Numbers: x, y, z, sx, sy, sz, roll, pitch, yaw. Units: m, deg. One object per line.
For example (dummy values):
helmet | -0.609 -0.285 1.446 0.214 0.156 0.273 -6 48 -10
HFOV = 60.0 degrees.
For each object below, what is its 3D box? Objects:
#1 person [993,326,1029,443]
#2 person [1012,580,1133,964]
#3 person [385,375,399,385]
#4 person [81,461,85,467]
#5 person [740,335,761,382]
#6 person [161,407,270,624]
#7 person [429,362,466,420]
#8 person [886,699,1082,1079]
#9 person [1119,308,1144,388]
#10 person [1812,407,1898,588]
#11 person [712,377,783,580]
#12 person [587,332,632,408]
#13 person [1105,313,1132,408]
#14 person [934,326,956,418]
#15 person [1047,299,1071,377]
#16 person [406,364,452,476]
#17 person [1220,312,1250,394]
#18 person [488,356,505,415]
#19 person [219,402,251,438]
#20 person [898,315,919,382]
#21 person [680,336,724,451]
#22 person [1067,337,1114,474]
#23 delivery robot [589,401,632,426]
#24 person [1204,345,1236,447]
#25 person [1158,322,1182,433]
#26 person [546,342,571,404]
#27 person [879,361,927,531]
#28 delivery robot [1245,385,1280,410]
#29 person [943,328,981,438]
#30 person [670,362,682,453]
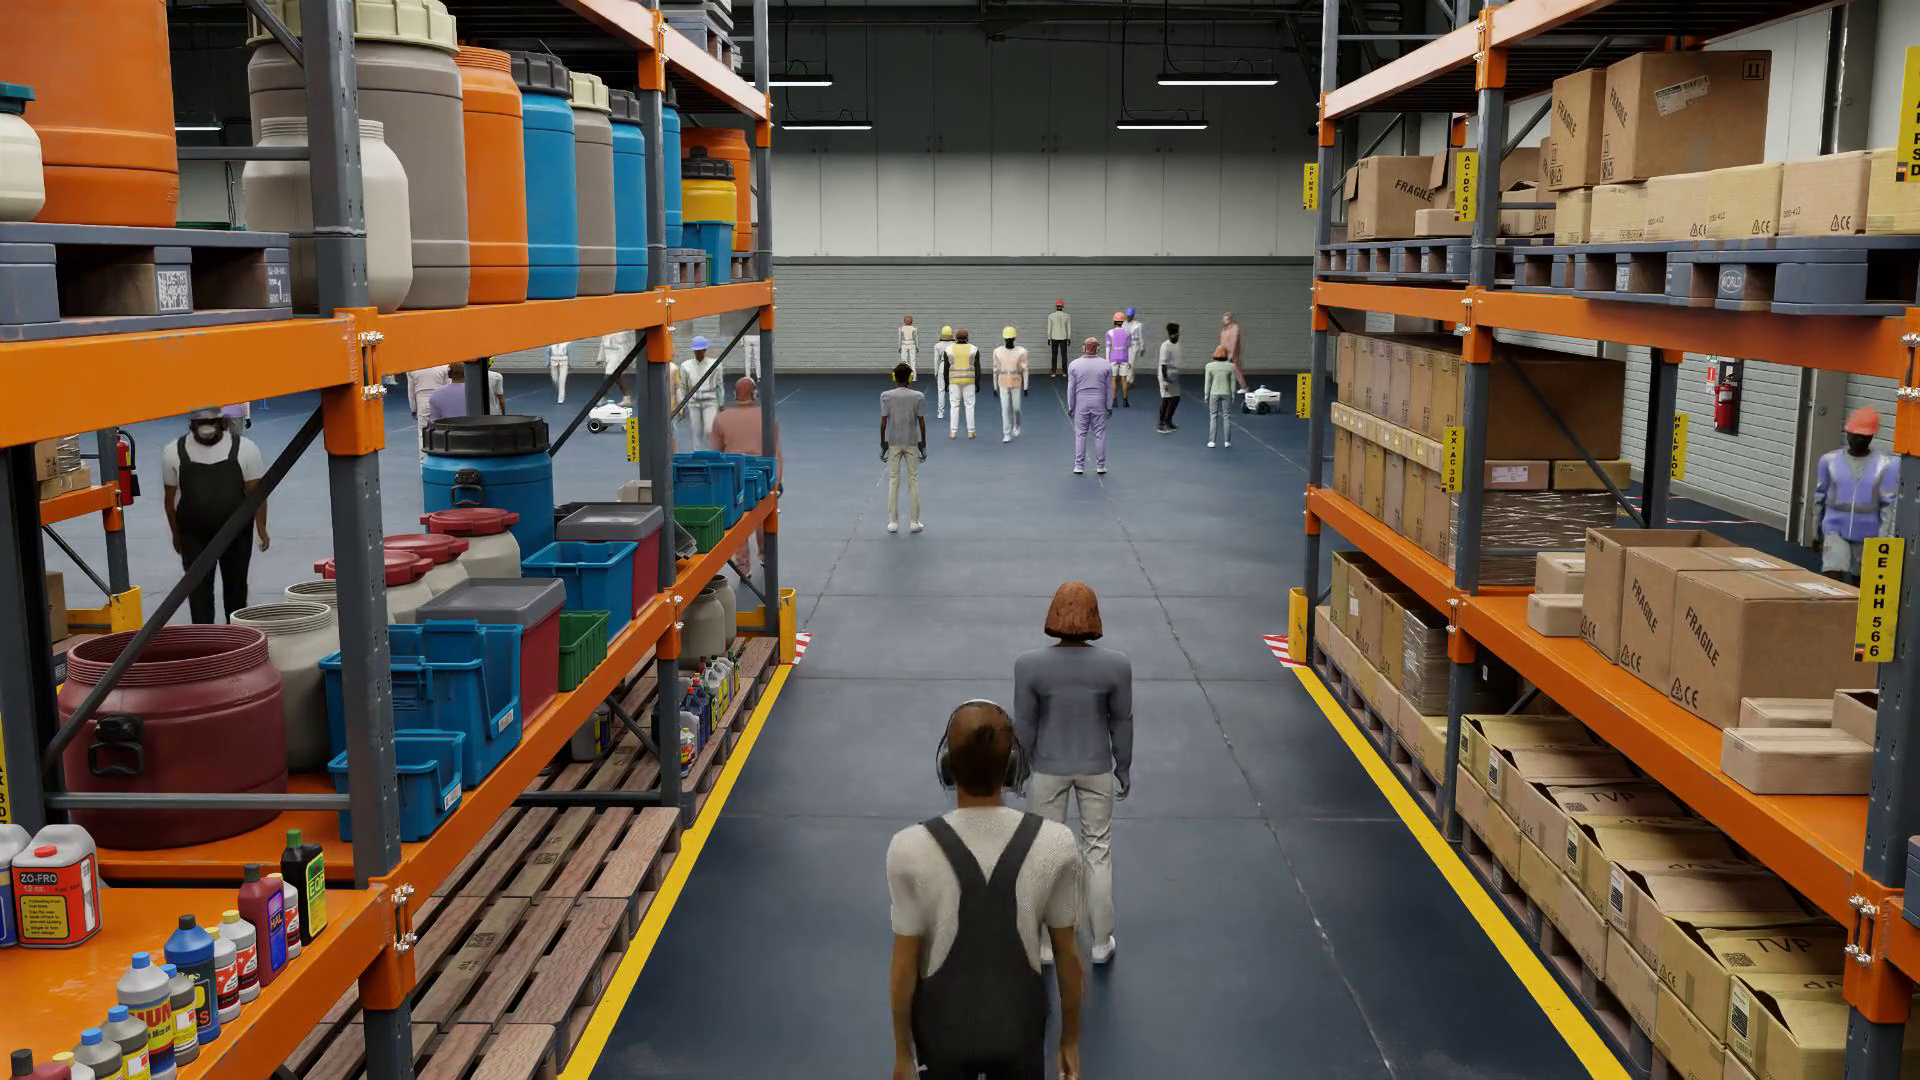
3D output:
person | 0.847 -2.596 27.630 0.592 1.905 0.648 1 10 9
person | 0.471 0.979 6.995 0.507 1.632 0.273 0 9 1
person | -13.637 -4.524 39.978 0.606 1.615 0.539 3 10 18
person | -12.979 -1.980 23.976 0.584 1.882 0.344 0 9 1
person | -5.147 -4.900 41.298 0.635 1.938 0.359 0 9 1
person | -5.458 -0.075 12.223 0.701 2.000 0.924 -4 10 -23
person | -5.323 -0.977 17.797 0.635 1.939 0.359 0 9 1
person | 0.074 1.333 4.343 0.513 1.826 0.731 -1 10 -7
person | 3.950 -4.498 39.027 0.615 1.886 1.019 7 12 35
person | 6.750 -0.081 12.587 0.542 1.903 0.880 6 11 30
person | -2.000 -0.603 15.758 0.676 1.862 0.966 0 9 -2
person | -7.147 -3.682 33.863 1.064 1.984 0.617 -7 12 -36
person | 3.262 -3.691 34.153 0.597 1.924 0.413 -1 10 -5
person | -0.244 -3.196 31.675 0.493 1.744 0.294 0 9 1
person | 2.576 -5.240 43.166 0.622 1.993 0.384 0 9 1
person | -7.293 -1.837 23.049 0.652 1.906 0.409 0 9 1
person | 6.107 -4.178 37.254 0.815 1.857 0.658 -5 11 -26
person | -6.085 -1.543 21.398 0.532 1.870 0.315 0 9 1
person | -9.681 -1.673 22.002 0.594 1.925 0.369 0 9 1
person | -1.275 -4.735 41.197 0.523 1.642 0.306 0 9 1
person | -3.635 -1.900 23.359 0.638 1.924 0.520 0 9 1
person | 1.823 -1.877 23.289 0.652 1.906 0.409 0 9 1
delivery robot | -6.106 -2.196 29.088 0.707 0.478 0.477 0 10 1
person | 4.166 -2.301 26.643 0.507 1.632 0.273 0 9 1
person | 3.634 -2.810 28.817 0.494 1.923 0.635 7 12 38
person | -8.461 -3.710 35.148 0.520 1.616 0.645 0 9 0
person | -0.628 -1.029 18.324 0.532 1.867 0.315 0 9 1
delivery robot | 5.945 -2.792 32.658 0.707 0.478 0.477 -7 12 -35
person | 0.037 -2.644 28.090 0.636 1.841 0.429 0 9 0
person | -4.111 -1.808 22.828 0.559 1.913 0.461 -4 10 -25
